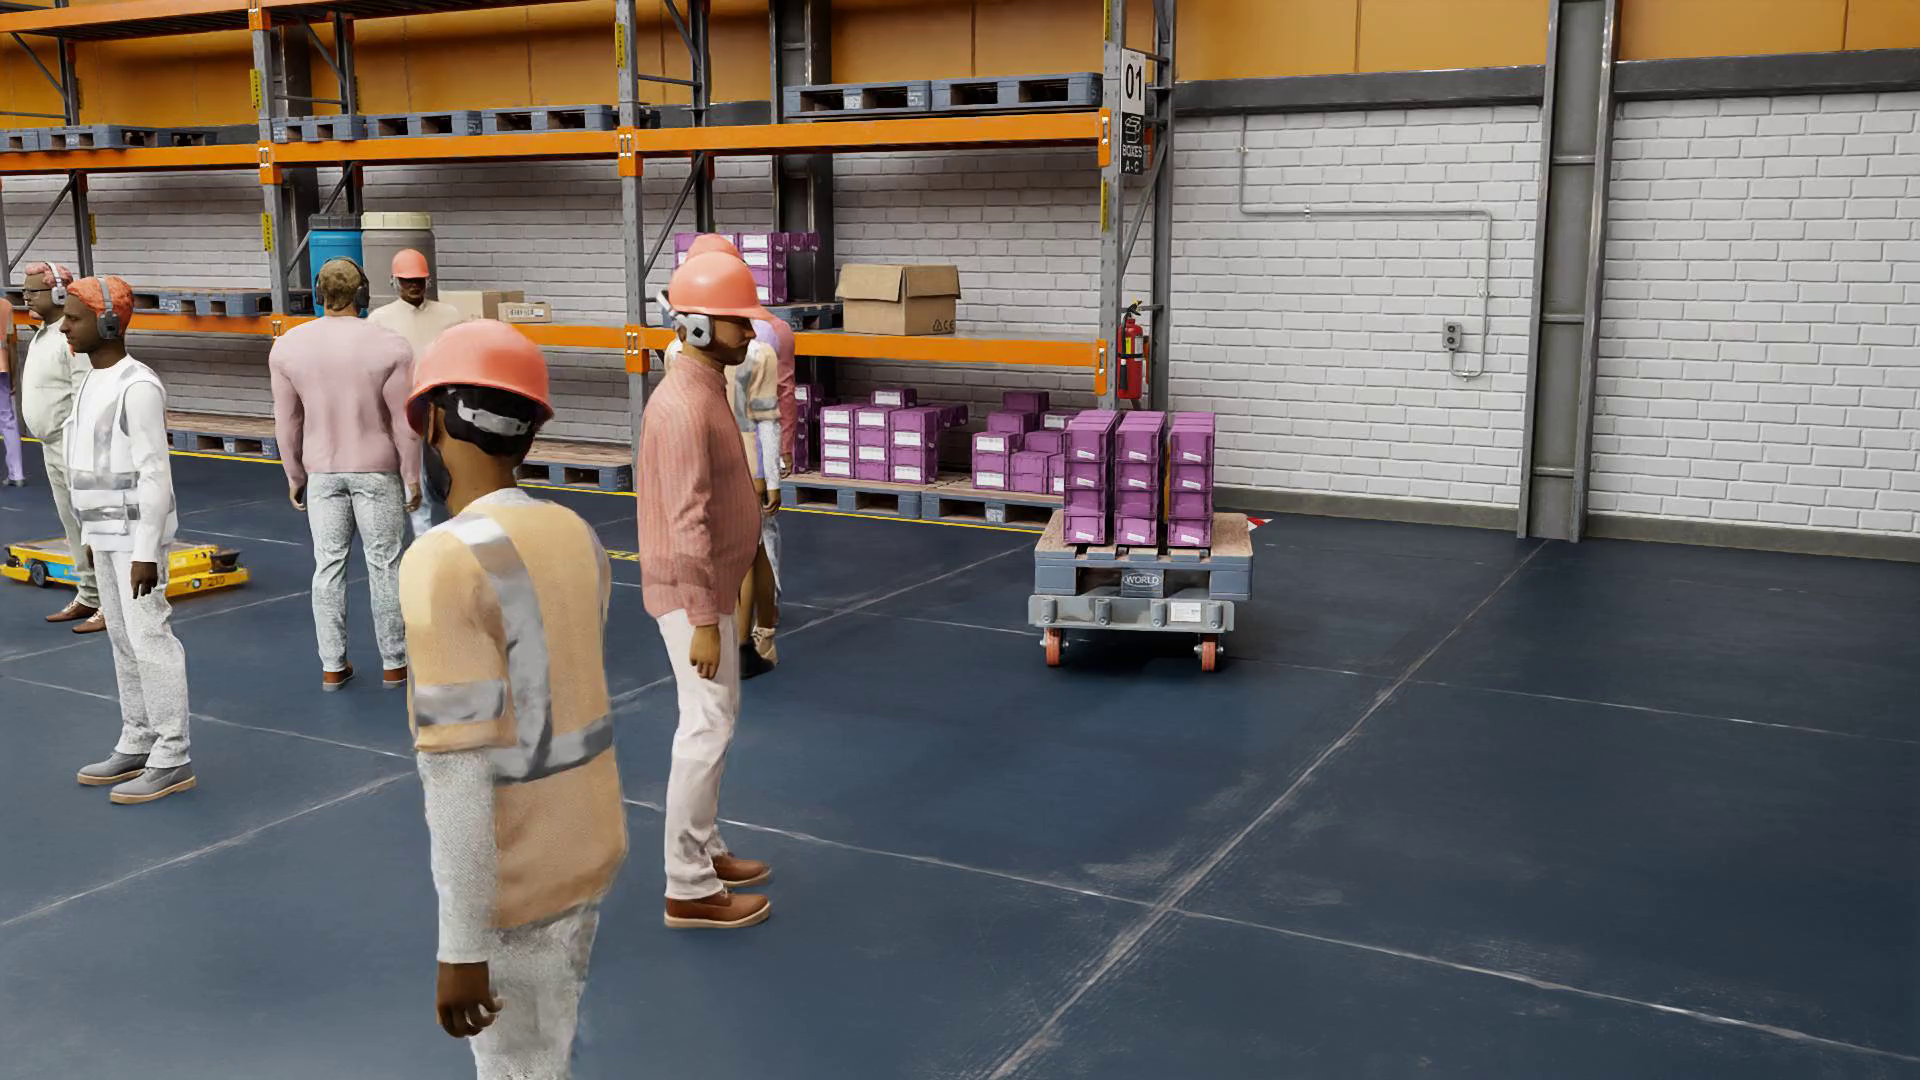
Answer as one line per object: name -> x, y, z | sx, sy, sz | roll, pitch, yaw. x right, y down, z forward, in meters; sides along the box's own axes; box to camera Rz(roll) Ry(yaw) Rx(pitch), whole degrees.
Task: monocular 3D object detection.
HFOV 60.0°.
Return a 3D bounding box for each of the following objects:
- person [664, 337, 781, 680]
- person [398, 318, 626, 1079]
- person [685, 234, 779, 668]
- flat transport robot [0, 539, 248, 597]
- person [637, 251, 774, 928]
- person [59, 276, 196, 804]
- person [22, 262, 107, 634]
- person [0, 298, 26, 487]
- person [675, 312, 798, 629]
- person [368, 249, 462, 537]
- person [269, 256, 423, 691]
person -> -1.066, -0.315, 7.630 | 0.548, 1.925, 0.392 | 3, 11, 15
person -> -0.697, 0.579, 2.842 | 0.608, 1.886, 0.634 | 2, 10, 9
person -> -1.095, -0.382, 7.704 | 0.603, 2.035, 0.412 | 10, 14, 44
flat transport robot -> -4.885, 0.134, 9.693 | 1.431, 0.197, 0.652 | 6, 12, 31
person -> -0.734, 0.157, 4.889 | 0.410, 1.980, 0.625 | -1, 10, -5
person -> -3.019, 0.002, 5.998 | 0.355, 1.883, 0.573 | -10, 14, -44
person -> -4.591, -0.473, 8.573 | 0.641, 1.899, 0.394 | 10, 14, 43
person -> -7.796, -1.301, 13.280 | 0.385, 1.835, 0.562 | 7, 13, 34
person -> -1.150, -0.489, 8.566 | 0.636, 1.932, 0.365 | 1, 10, 5
person -> -3.551, -0.925, 10.904 | 0.612, 1.957, 0.987 | -7, 12, -34
person -> -2.705, -0.285, 7.417 | 0.631, 1.939, 0.370 | -1, 10, -4
